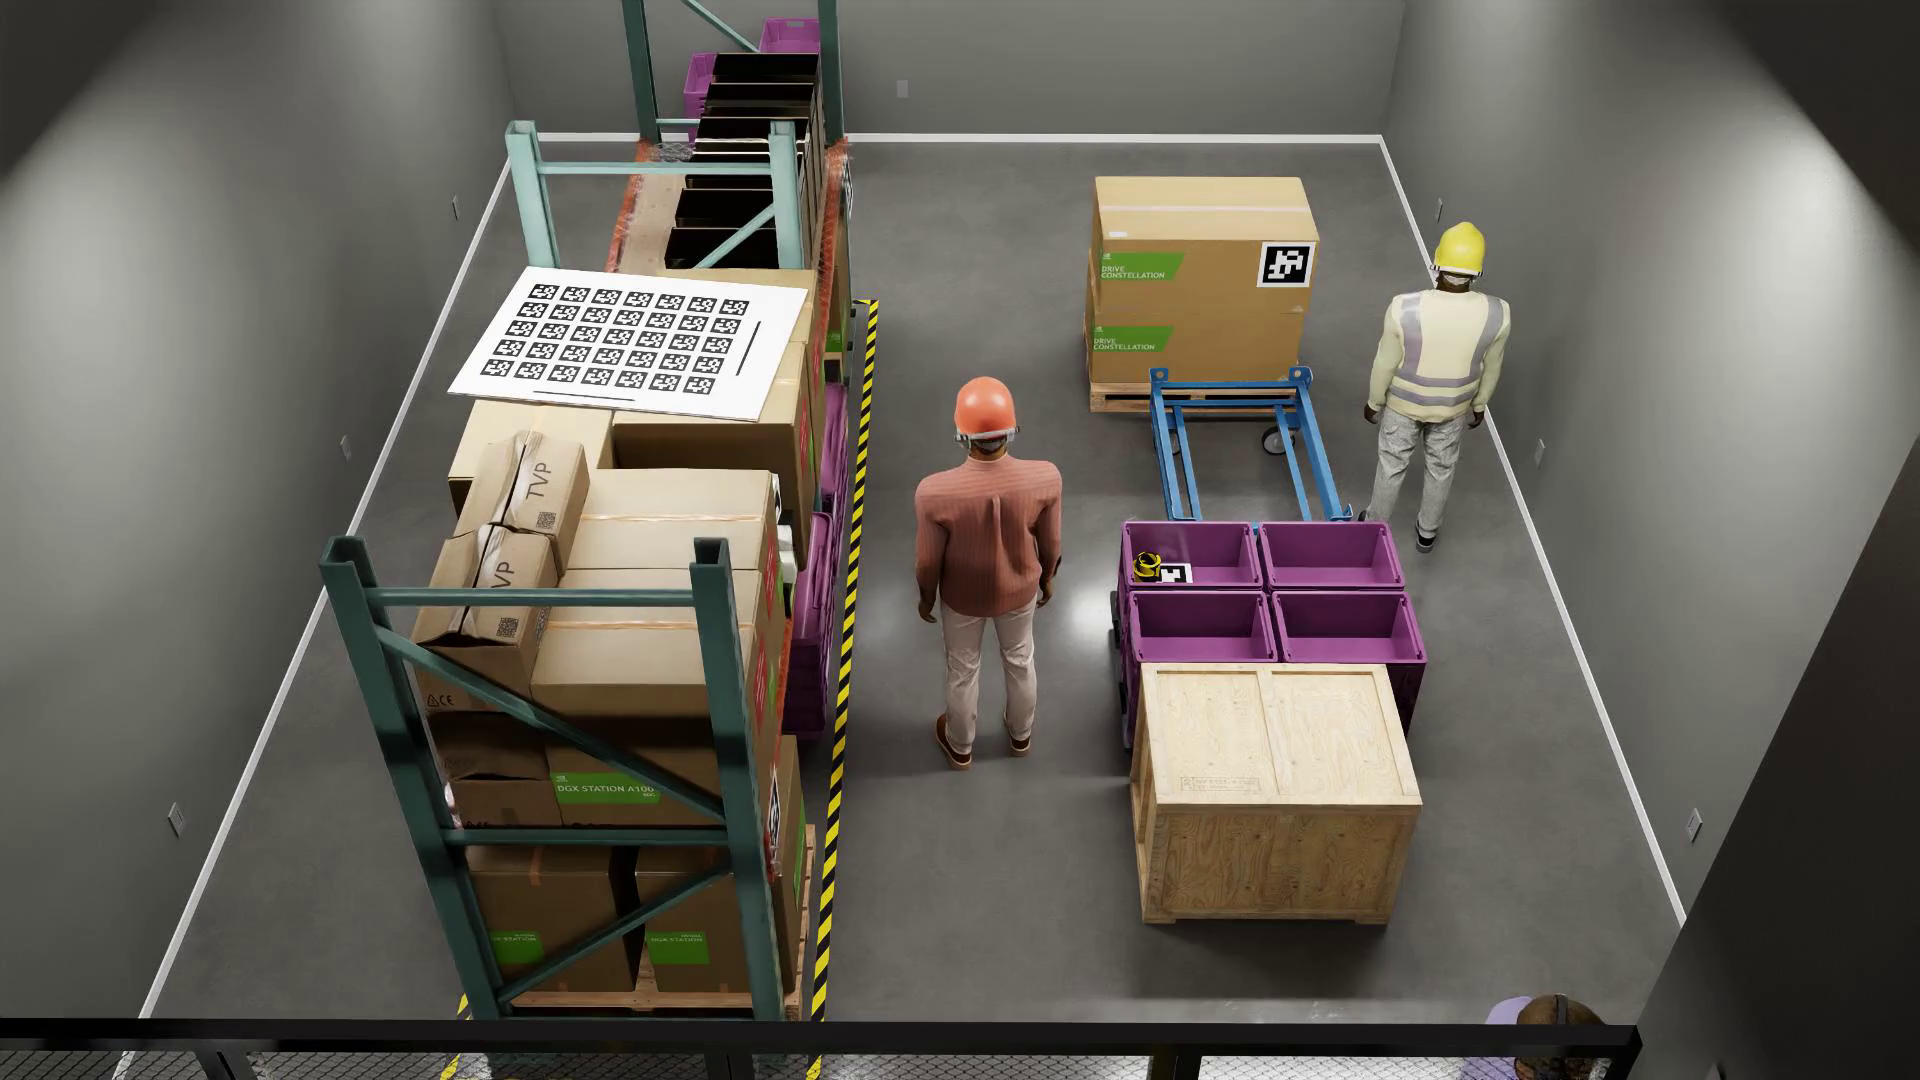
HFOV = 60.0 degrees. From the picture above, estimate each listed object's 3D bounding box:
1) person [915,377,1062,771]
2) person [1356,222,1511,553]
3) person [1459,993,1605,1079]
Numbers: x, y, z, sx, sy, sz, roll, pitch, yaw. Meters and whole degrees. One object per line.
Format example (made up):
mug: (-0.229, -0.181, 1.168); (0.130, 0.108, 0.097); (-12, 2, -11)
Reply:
person: (0.111, 0.174, 6.875); (0.612, 1.994, 0.383); (-10, 42, -11)
person: (2.250, -0.699, 7.989); (0.600, 1.831, 0.404); (2, 41, 2)
person: (1.541, 1.934, 4.907); (0.366, 1.939, 0.630); (12, 43, 14)
